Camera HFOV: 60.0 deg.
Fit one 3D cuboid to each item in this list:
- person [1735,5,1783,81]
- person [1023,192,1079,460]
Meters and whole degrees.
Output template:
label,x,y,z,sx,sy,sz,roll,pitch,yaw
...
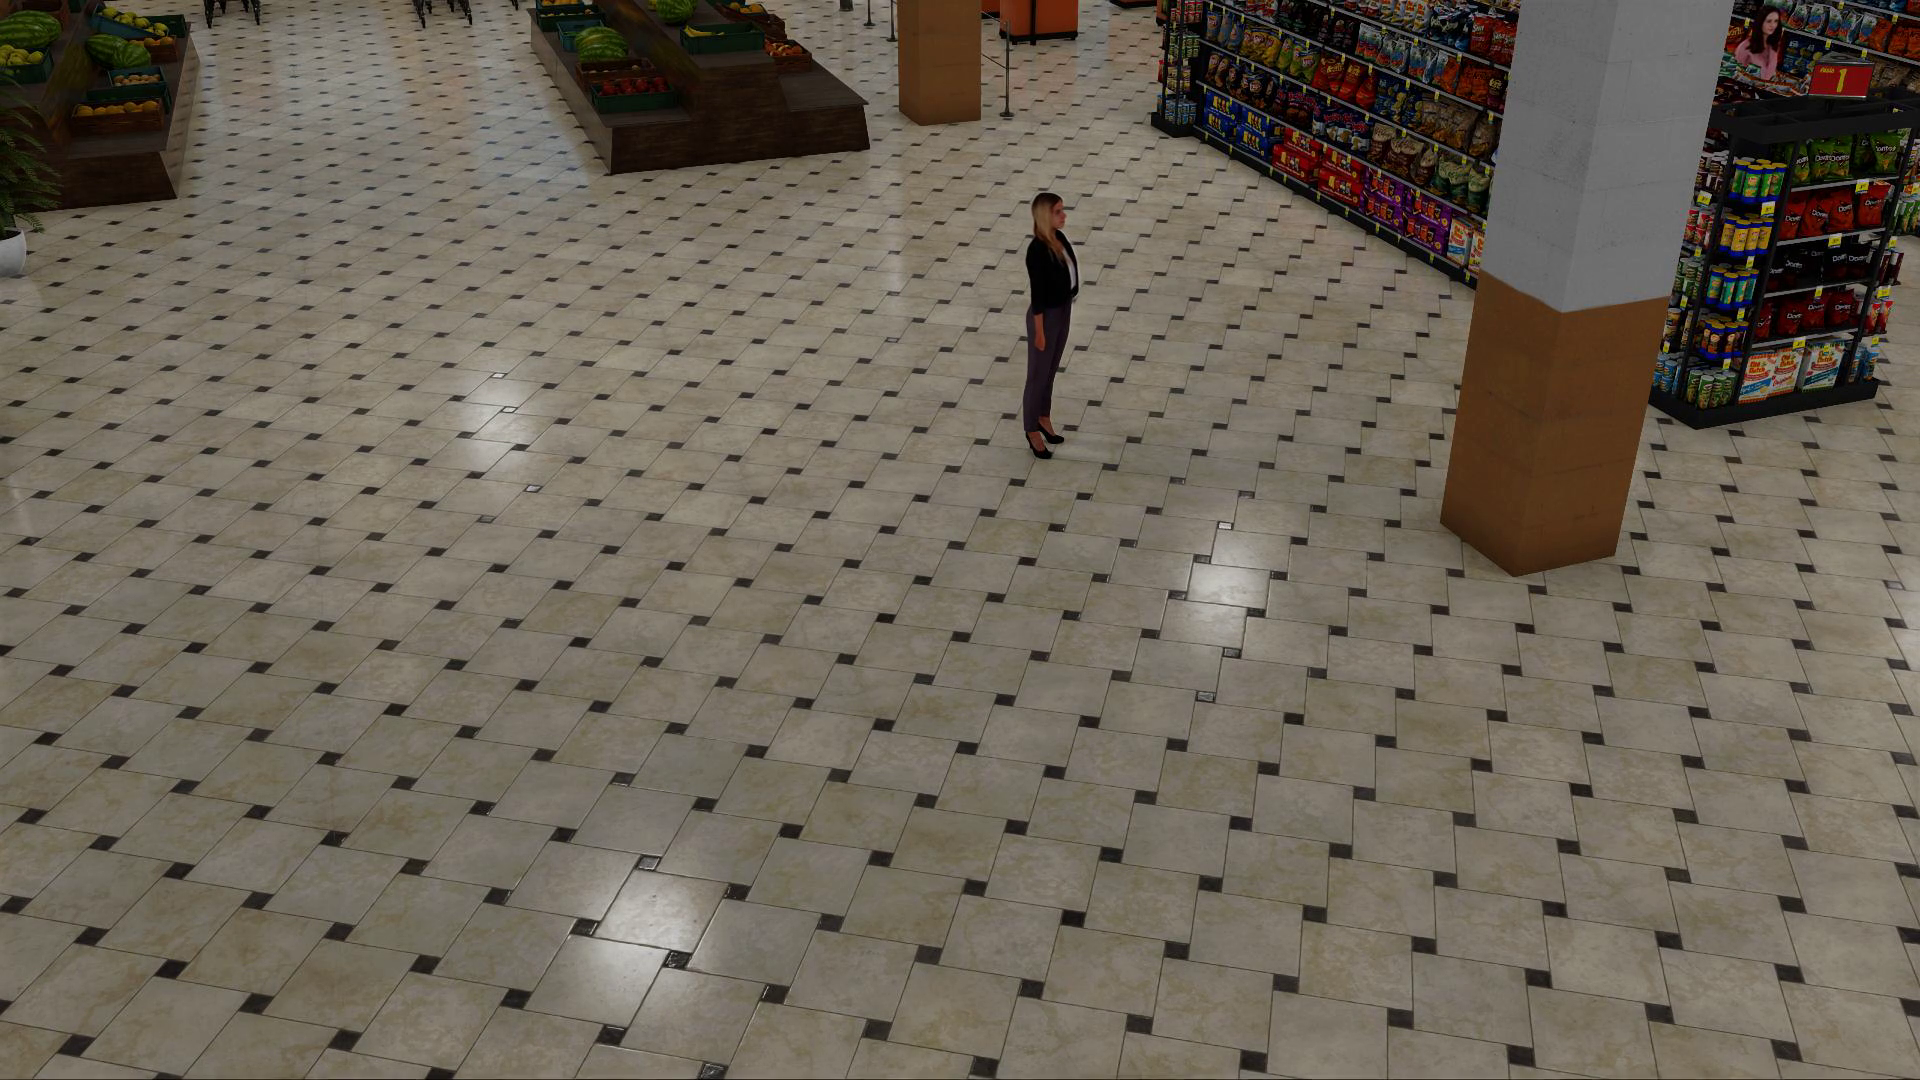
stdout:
label,x,y,z,sx,sy,sz,roll,pitch,yaw
person,6.911,-3.780,14.637,0.617,1.803,0.507,-9,30,-16
person,0.531,-1.332,10.288,0.730,1.672,0.668,12,31,21
